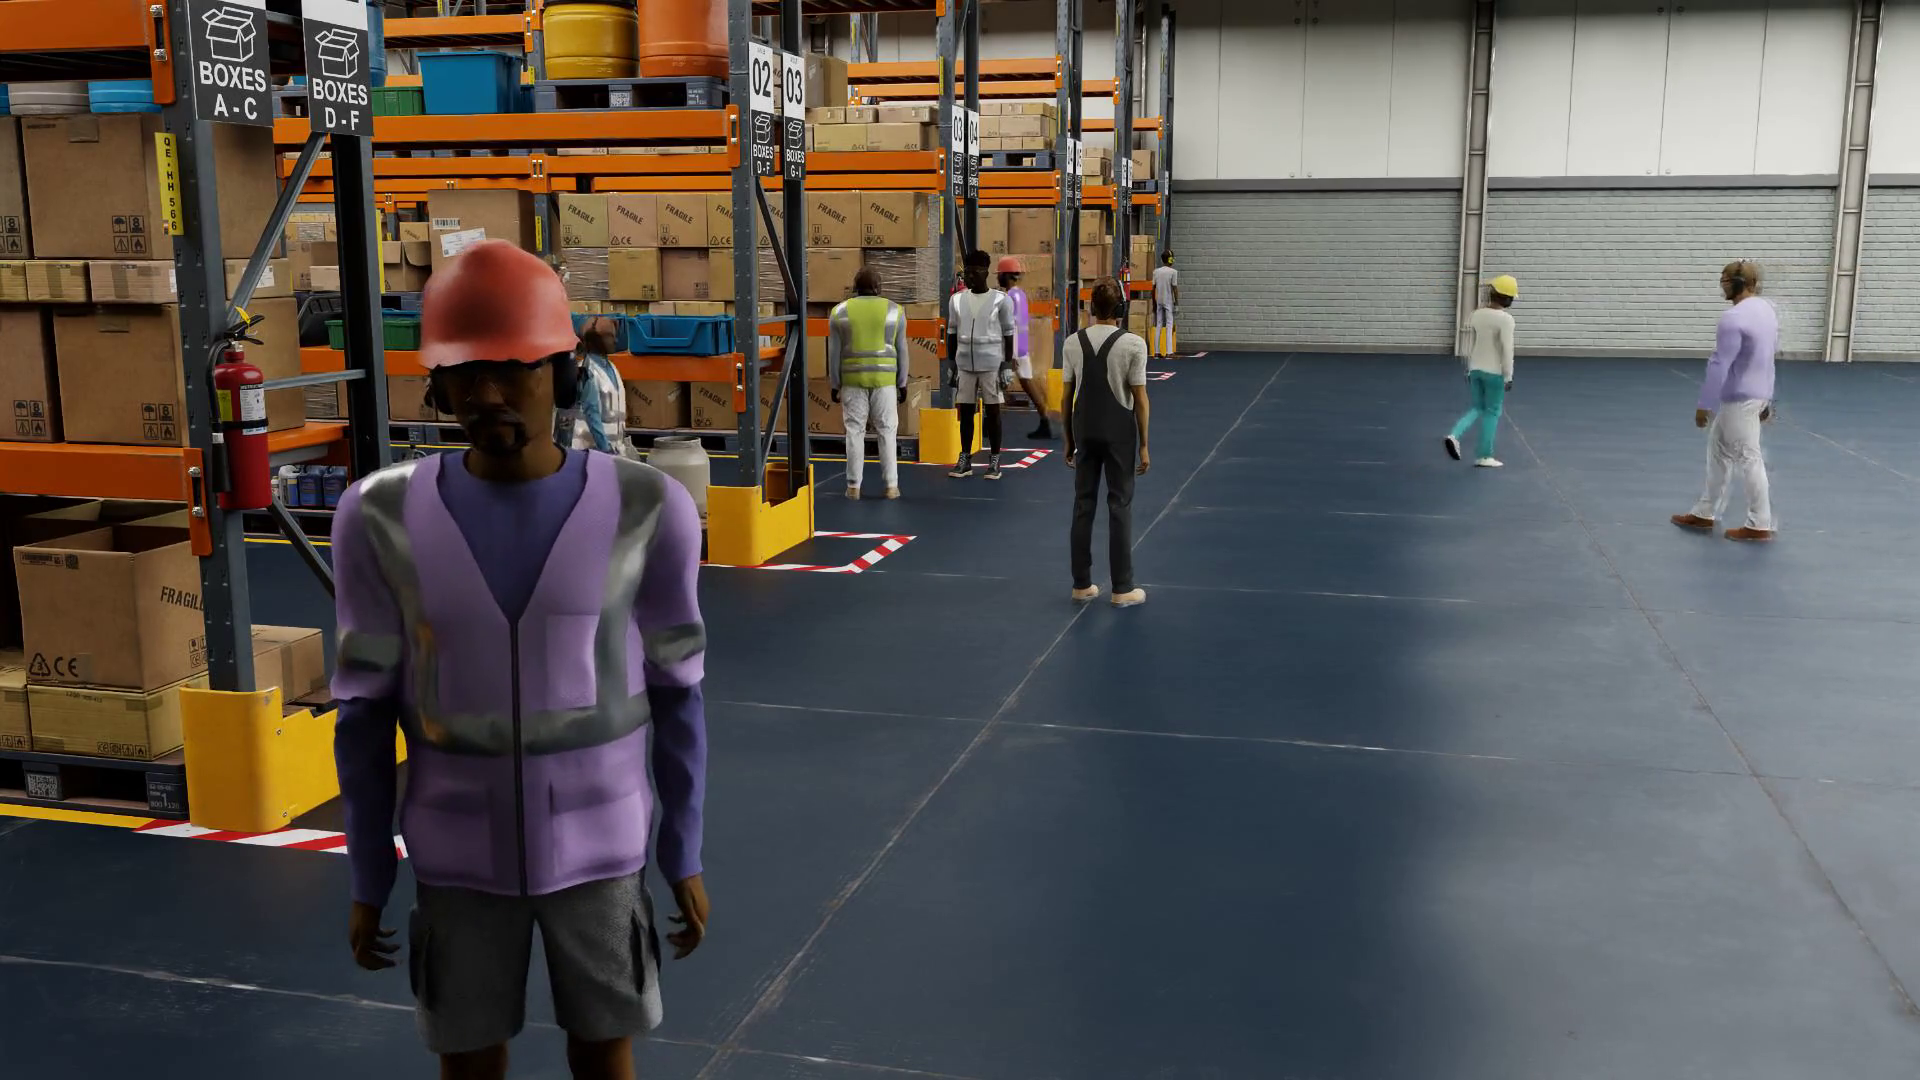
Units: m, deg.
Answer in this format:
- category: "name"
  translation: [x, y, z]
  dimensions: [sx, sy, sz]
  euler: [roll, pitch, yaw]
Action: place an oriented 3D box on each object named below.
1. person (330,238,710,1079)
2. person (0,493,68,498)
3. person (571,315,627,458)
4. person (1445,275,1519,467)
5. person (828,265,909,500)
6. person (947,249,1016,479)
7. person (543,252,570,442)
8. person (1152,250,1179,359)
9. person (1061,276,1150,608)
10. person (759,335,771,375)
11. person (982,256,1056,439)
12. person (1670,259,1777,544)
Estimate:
- category: "person"
  translation: [-0.728, 0.528, 2.808]
  dimensions: [0.614, 2.040, 0.390]
  euler: [-2, 10, -10]
- category: "person"
  translation: [-4.952, -0.412, 8.789]
  dimensions: [0.329, 1.765, 0.526]
  euler: [6, 12, 30]
- category: "person"
  translation: [-2.086, -0.523, 9.858]
  dimensions: [0.853, 1.594, 0.518]
  euler: [3, 11, 15]
- category: "person"
  translation: [4.688, -1.497, 14.869]
  dimensions: [0.509, 1.734, 0.540]
  euler: [-5, 11, -26]
- category: "person"
  translation: [-0.720, -1.236, 13.139]
  dimensions: [0.634, 1.841, 0.429]
  euler: [-1, 10, -5]
- category: "person"
  translation: [0.168, -1.499, 14.244]
  dimensions: [0.610, 1.964, 0.365]
  euler: [4, 11, 23]
- category: "person"
  translation: [-3.770, -1.685, 15.390]
  dimensions: [0.374, 1.931, 0.632]
  euler: [-3, 11, -16]
- category: "person"
  translation: [3.544, -4.051, 28.677]
  dimensions: [0.532, 1.863, 0.319]
  euler: [8, 13, 38]
- category: "person"
  translation: [0.815, -0.543, 9.287]
  dimensions: [0.520, 1.844, 0.331]
  euler: [6, 12, 28]
- category: "person"
  translation: [-2.337, -2.502, 19.629]
  dimensions: [0.405, 2.035, 0.606]
  euler: [3, 11, 15]
- category: "person"
  translation: [0.540, -1.967, 17.094]
  dimensions: [1.023, 1.885, 0.558]
  euler: [4, 11, 21]
- category: "person"
  translation: [5.220, -0.948, 11.364]
  dimensions: [0.654, 1.900, 0.875]
  euler: [-10, 14, -44]
